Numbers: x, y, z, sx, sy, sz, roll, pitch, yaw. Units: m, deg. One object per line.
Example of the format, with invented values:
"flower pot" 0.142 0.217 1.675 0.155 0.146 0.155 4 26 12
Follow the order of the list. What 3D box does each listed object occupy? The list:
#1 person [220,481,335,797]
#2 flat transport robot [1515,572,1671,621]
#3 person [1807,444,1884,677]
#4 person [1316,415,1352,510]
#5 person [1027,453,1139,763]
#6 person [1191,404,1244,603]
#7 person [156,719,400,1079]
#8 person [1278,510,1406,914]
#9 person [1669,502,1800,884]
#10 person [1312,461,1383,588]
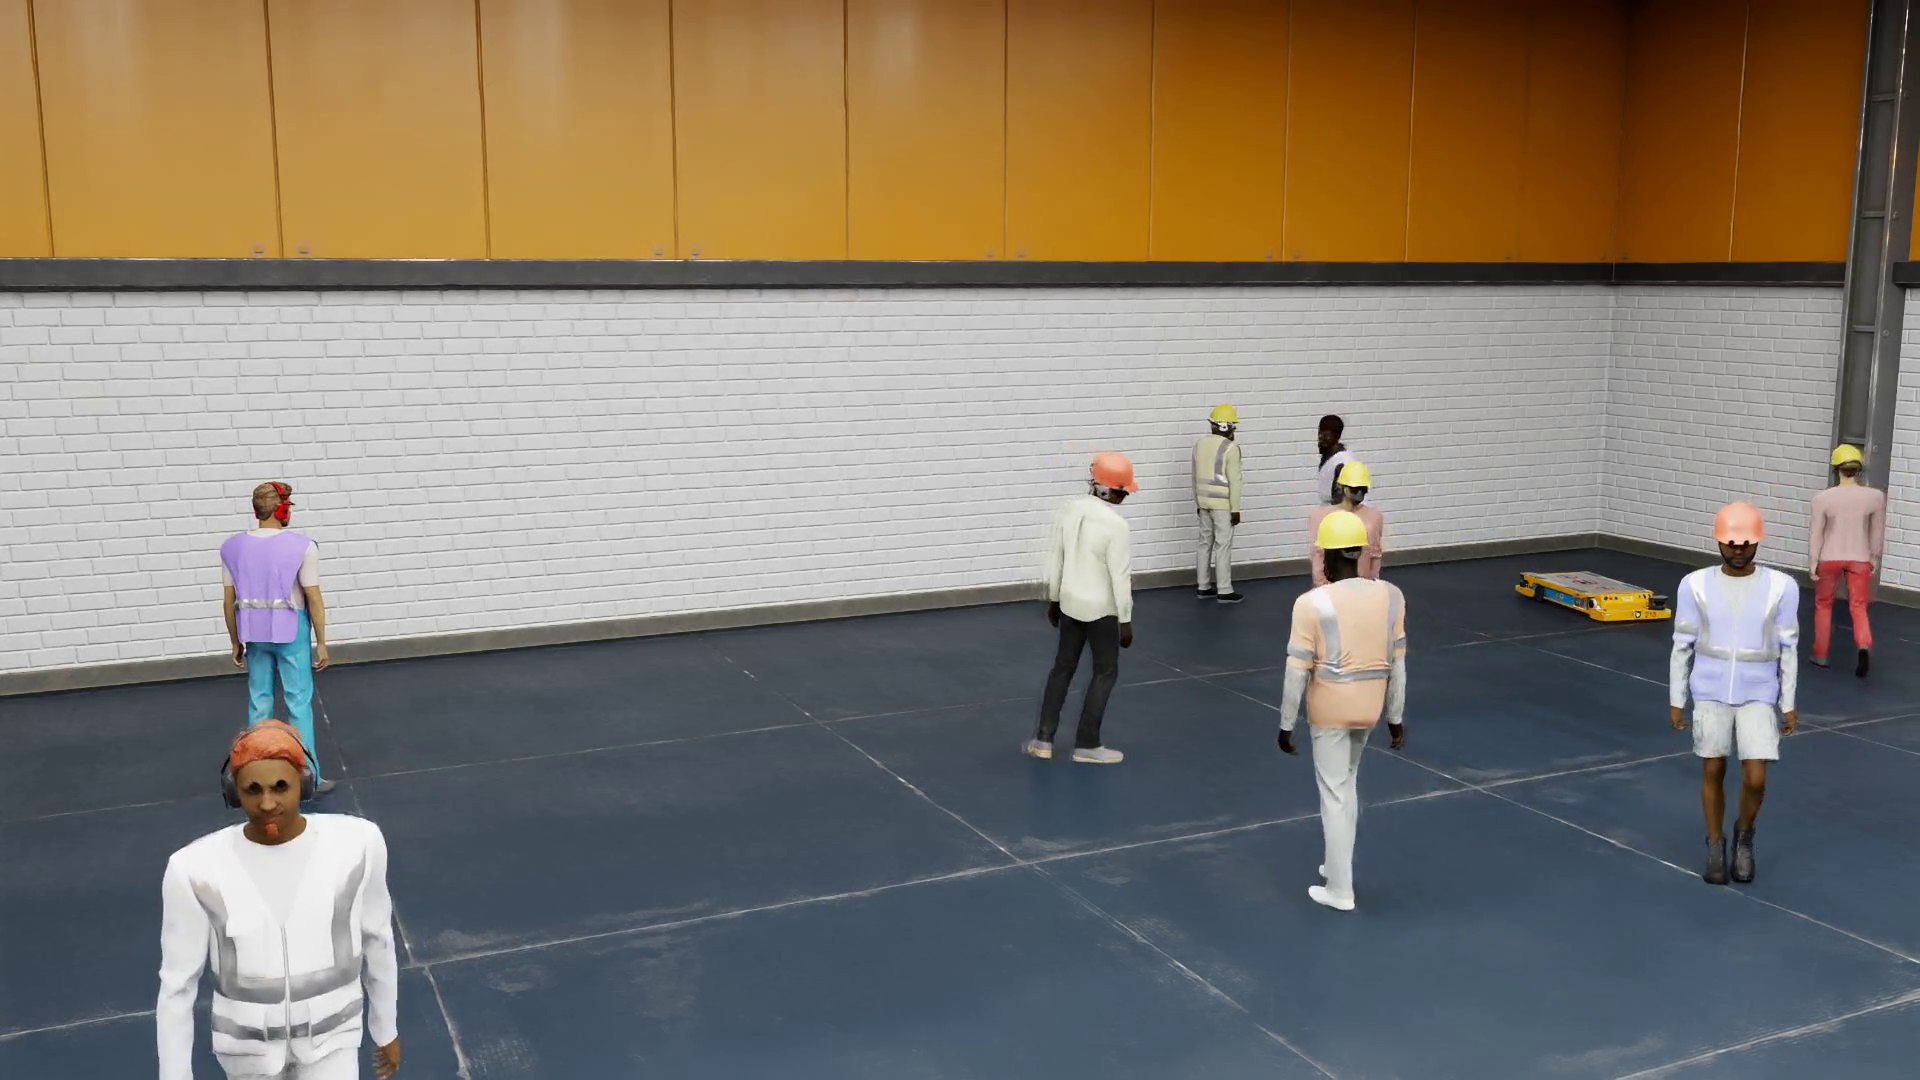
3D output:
"person" -3.921 0.588 9.531 0.567 1.841 0.377 1 9 3
"flat transport robot" 5.691 0.489 15.010 0.652 0.197 1.431 -2 9 -12
"person" 6.659 0.152 12.516 0.531 1.744 0.725 2 9 14
"person" 3.132 -0.112 13.789 0.442 1.875 0.733 1 9 5
"person" 0.738 0.424 10.265 0.497 1.947 0.761 -7 11 -35
"person" 2.386 -0.339 15.325 0.404 1.829 0.591 -6 11 -32
"person" -1.837 1.401 4.516 0.606 1.828 0.994 -3 10 -20
"person" 1.780 0.800 8.005 0.621 1.908 0.643 -4 10 -22
"person" 3.798 0.764 8.185 0.585 1.922 0.408 5 10 29
"person" 2.660 0.331 11.433 0.526 1.751 0.461 -1 9 -6
